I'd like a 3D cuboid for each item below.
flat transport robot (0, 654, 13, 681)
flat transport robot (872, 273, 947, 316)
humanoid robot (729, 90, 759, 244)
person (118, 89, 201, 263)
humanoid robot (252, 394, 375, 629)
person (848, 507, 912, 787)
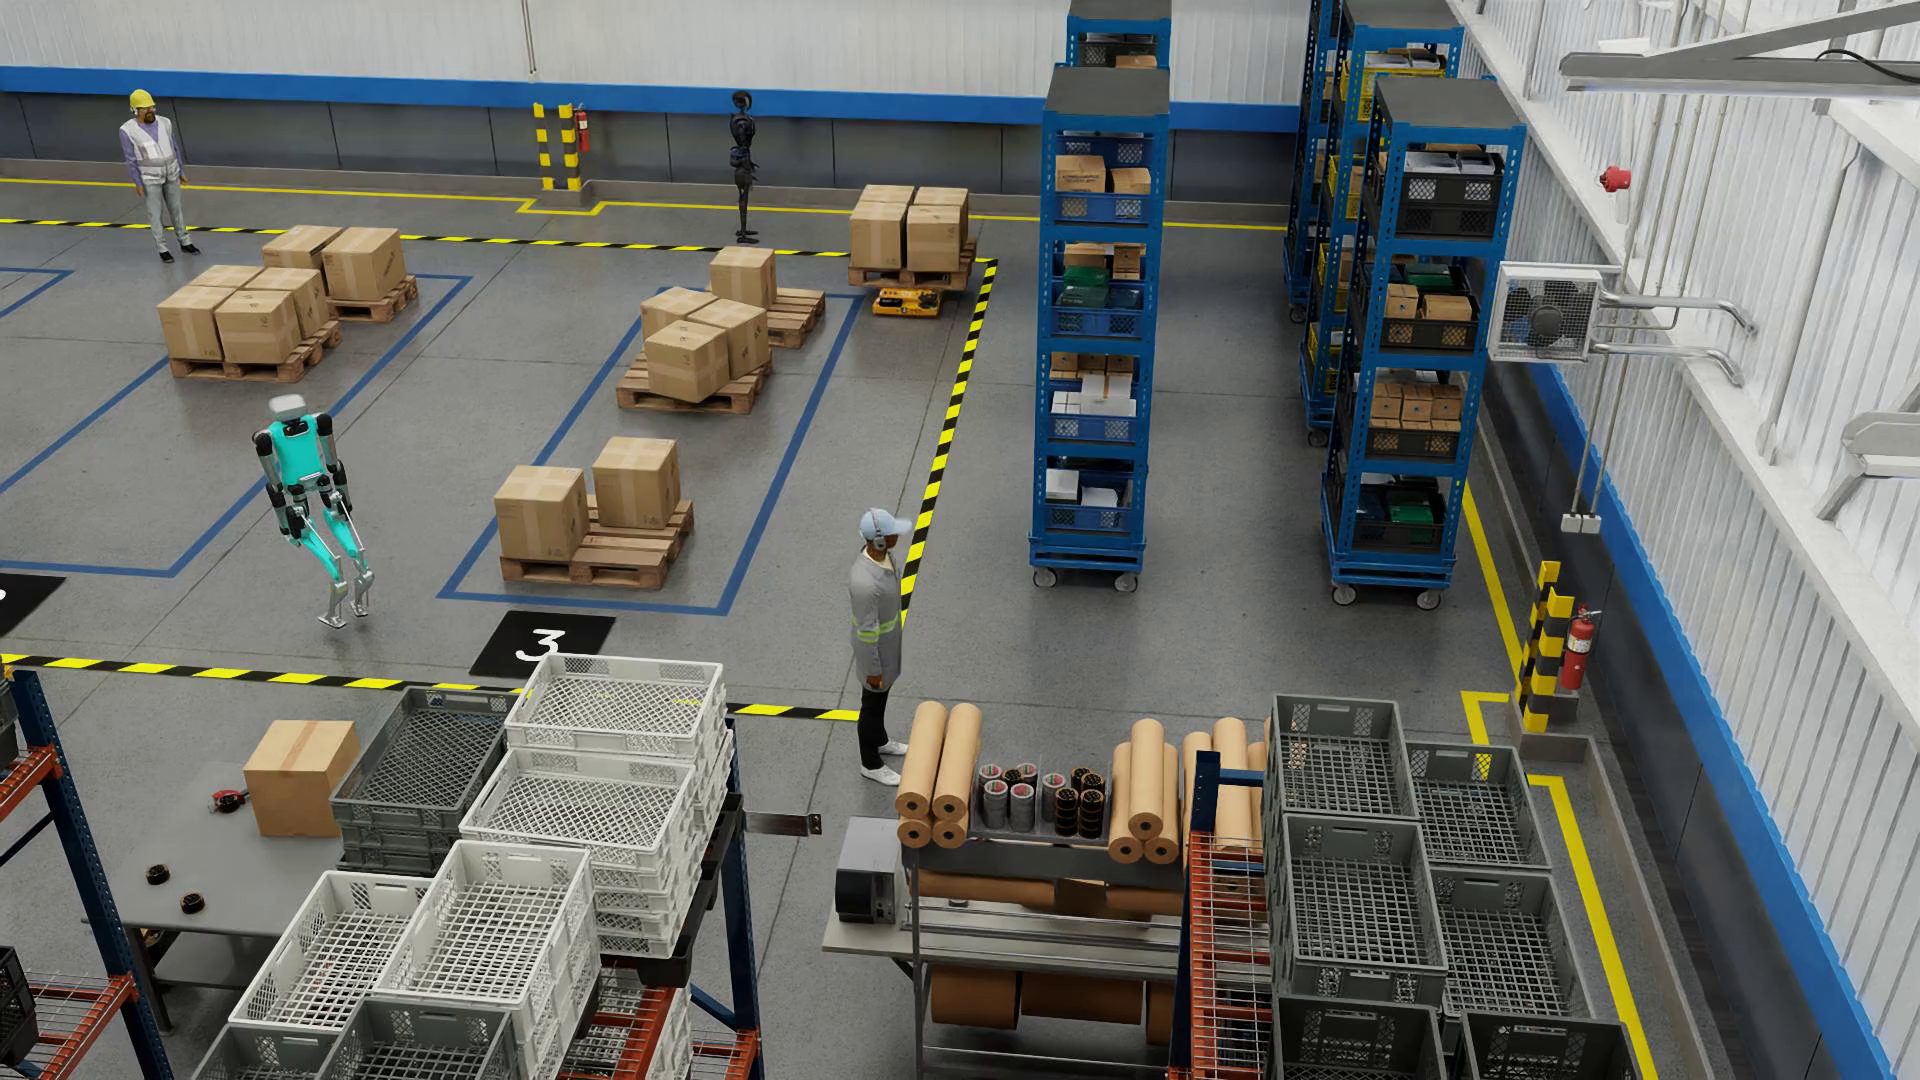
[{"bbox_3d":[-7.142,0.969,11.010,1.431,0.231,0.659,3,30,6],"label":"flat transport robot"},{"bbox_3d":[-0.480,-2.700,17.283,0.652,0.197,1.431,3,30,6],"label":"flat transport robot"},{"bbox_3d":[-2.377,-4.137,18.362,0.315,1.659,0.599,-2,30,-4],"label":"humanoid robot"},{"bbox_3d":[-8.581,-3.906,17.823,0.404,1.837,0.589,21,36,31],"label":"person"},{"bbox_3d":[-4.313,-0.138,11.316,0.533,1.676,0.735,-25,39,-36],"label":"humanoid robot"},{"bbox_3d":[-0.464,0.628,10.020,0.376,1.852,0.596,4,30,7],"label":"person"}]
